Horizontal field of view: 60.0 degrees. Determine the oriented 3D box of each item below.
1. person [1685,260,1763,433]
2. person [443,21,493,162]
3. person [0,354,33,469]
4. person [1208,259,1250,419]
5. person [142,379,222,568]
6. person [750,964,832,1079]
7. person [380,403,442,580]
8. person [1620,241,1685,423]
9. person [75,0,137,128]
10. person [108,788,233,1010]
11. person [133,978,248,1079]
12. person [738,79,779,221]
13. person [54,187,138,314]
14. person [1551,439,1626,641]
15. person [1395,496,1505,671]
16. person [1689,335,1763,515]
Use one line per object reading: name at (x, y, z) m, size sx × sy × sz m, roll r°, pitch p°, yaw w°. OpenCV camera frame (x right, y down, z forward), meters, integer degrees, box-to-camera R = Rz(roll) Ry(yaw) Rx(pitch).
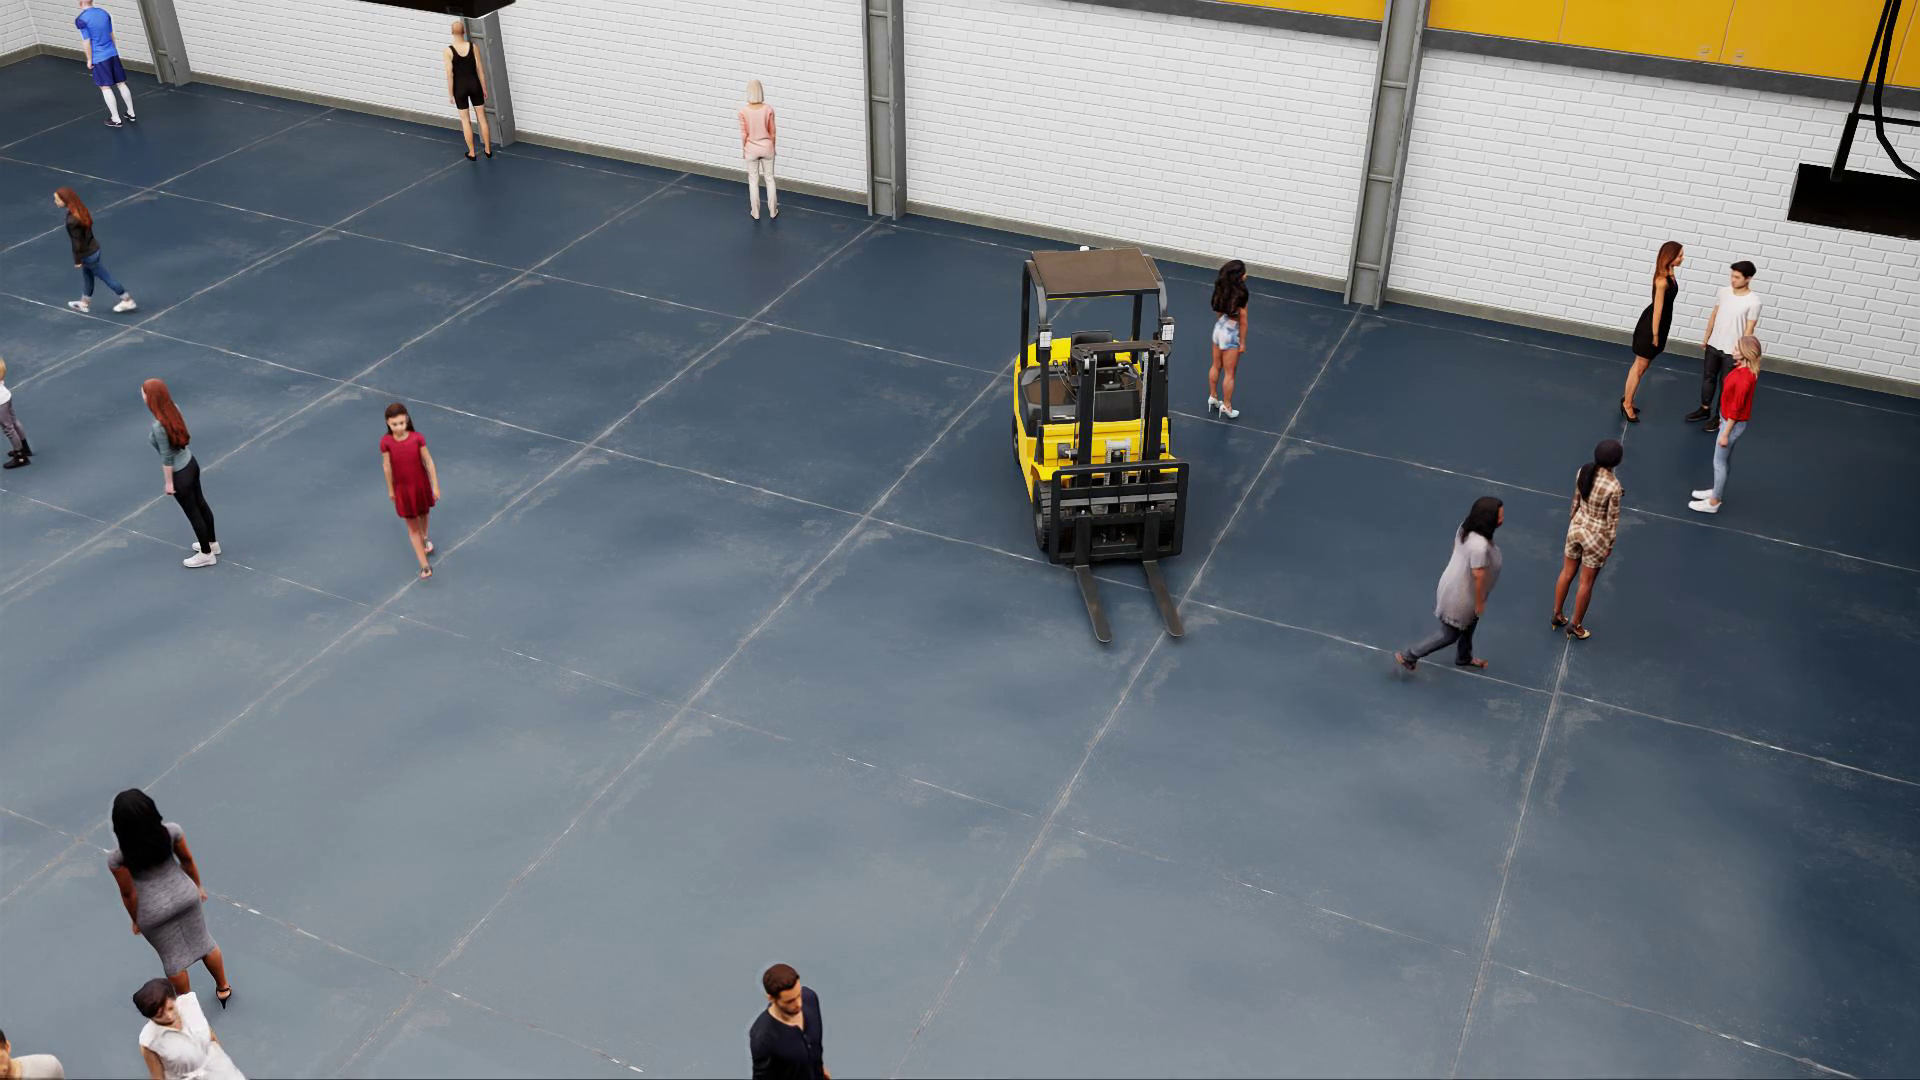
person at (7.347, -1.877, 15.893) m, size 0.777 × 1.715 × 0.687 m, roll -16°, pitch 37°, yaw -23°
person at (-6.474, -5.907, 21.866) m, size 0.716 × 1.815 × 0.715 m, roll -18°, pitch 38°, yaw -25°
person at (-8.887, -1.291, 15.405) m, size 0.635 × 1.280 × 0.583 m, roll -8°, pitch 34°, yaw -11°
person at (2.589, -1.949, 16.082) m, size 0.723 × 1.626 × 0.651 m, roll -16°, pitch 37°, yaw -23°
person at (-6.507, -0.567, 13.897) m, size 0.674 × 1.743 × 0.661 m, roll 0°, pitch 34°, yaw -1°
person at (-0.880, 2.858, 8.642) m, size 0.582 × 1.857 × 0.683 m, roll 21°, pitch 39°, yaw 28°
person at (-4.615, -0.495, 13.998) m, size 0.965 × 1.510 × 1.064 m, roll -14°, pitch 36°, yaw -20°
person at (6.643, -2.003, 15.976) m, size 0.510 × 1.834 × 0.576 m, roll 15°, pitch 36°, yaw 21°
person at (-11.846, -6.669, 22.989) m, size 0.533 × 1.841 × 0.659 m, roll 15°, pitch 36°, yaw 21°
person at (-4.643, 2.157, 9.764) m, size 0.651 × 1.781 × 0.628 m, roll -29°, pitch 43°, yaw -36°
person at (-4.129, 2.875, 8.900) m, size 0.608 × 1.544 × 0.598 m, roll 12°, pitch 35°, yaw 17°
person at (-2.439, -4.750, 20.206) m, size 0.654 × 1.725 × 0.742 m, roll -7°, pitch 34°, yaw -10°
person at (-9.352, -3.119, 18.011) m, size 1.014 × 1.439 × 0.909 m, roll -7°, pitch 34°, yaw -11°
person at (4.911, -0.003, 13.001) m, size 0.741 × 1.795 × 0.659 m, roll -17°, pitch 37°, yaw -24°
person at (3.751, 0.375, 12.625) m, size 1.074 × 1.582 × 0.838 m, roll 1°, pitch 34°, yaw 1°
person at (6.783, -1.021, 14.614) m, size 0.509 × 1.705 × 0.607 m, roll 14°, pitch 36°, yaw 19°
